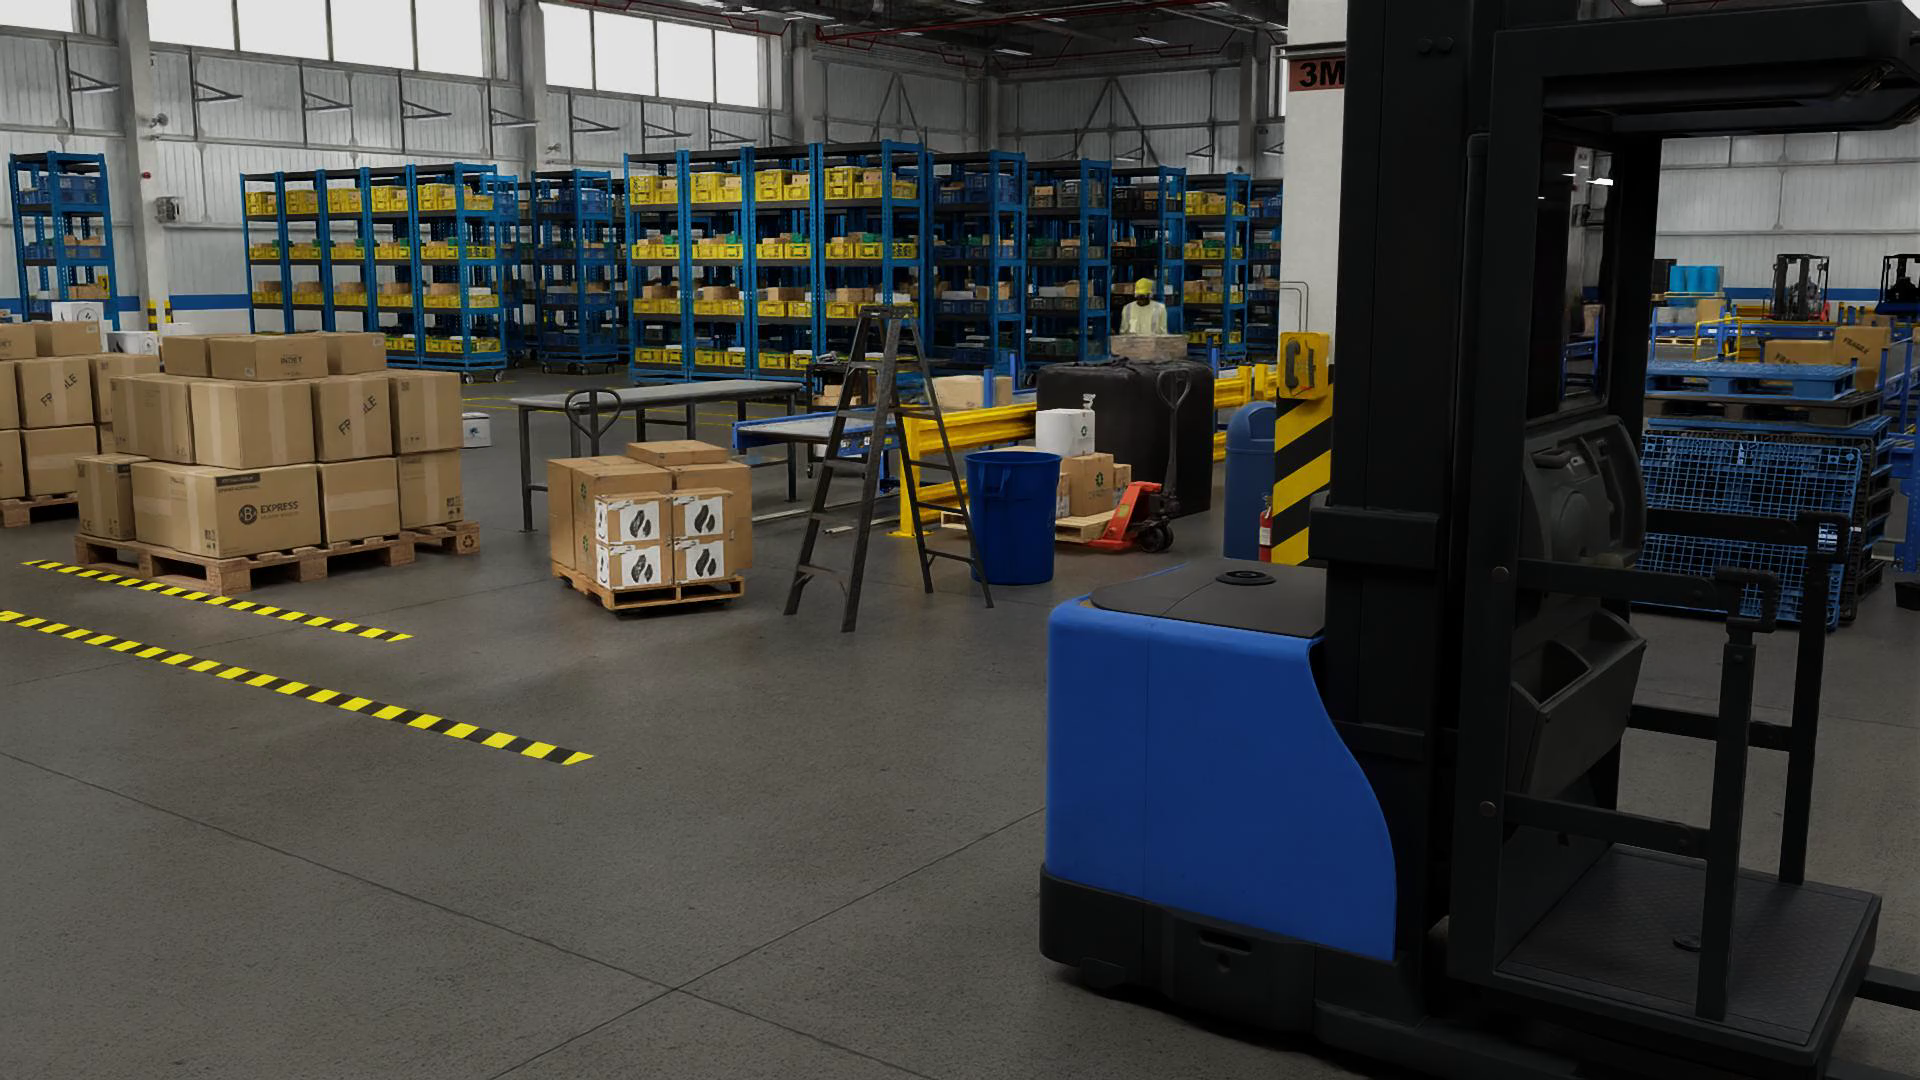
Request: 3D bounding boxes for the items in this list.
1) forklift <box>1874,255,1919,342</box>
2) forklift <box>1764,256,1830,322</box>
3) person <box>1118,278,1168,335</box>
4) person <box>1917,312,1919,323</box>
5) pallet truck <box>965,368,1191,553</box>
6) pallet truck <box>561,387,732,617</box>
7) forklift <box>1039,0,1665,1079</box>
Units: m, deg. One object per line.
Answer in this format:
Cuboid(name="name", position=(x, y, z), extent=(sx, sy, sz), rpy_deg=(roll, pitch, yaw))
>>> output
Cuboid(name="forklift", position=(22.089, -5.634, 38.796), extent=(1.157, 1.987, 2.680), rpy_deg=(6, 11, 33))
Cuboid(name="forklift", position=(20.253, -5.854, 40.139), extent=(1.157, 1.987, 2.680), rpy_deg=(7, 12, 35))
Cuboid(name="person", position=(2.278, -2.375, 20.881), extent=(0.612, 1.805, 0.675), rpy_deg=(4, 10, 22))
Cuboid(name="person", position=(19.096, -4.367, 32.902), extent=(0.752, 1.736, 0.548), rpy_deg=(1, 10, 4))
Cuboid(name="pallet truck", position=(0.845, -0.609, 11.869), extent=(1.630, 1.274, 0.653), rpy_deg=(7, 12, 35))
Cuboid(name="pallet truck", position=(-1.981, -0.274, 10.088), extent=(0.680, 1.201, 1.601), rpy_deg=(-5, 11, -28))
Cuboid(name="forklift", position=(1.249, -0.137, 4.360), extent=(1.873, 2.768, 1.129), rpy_deg=(7, 12, 35))
